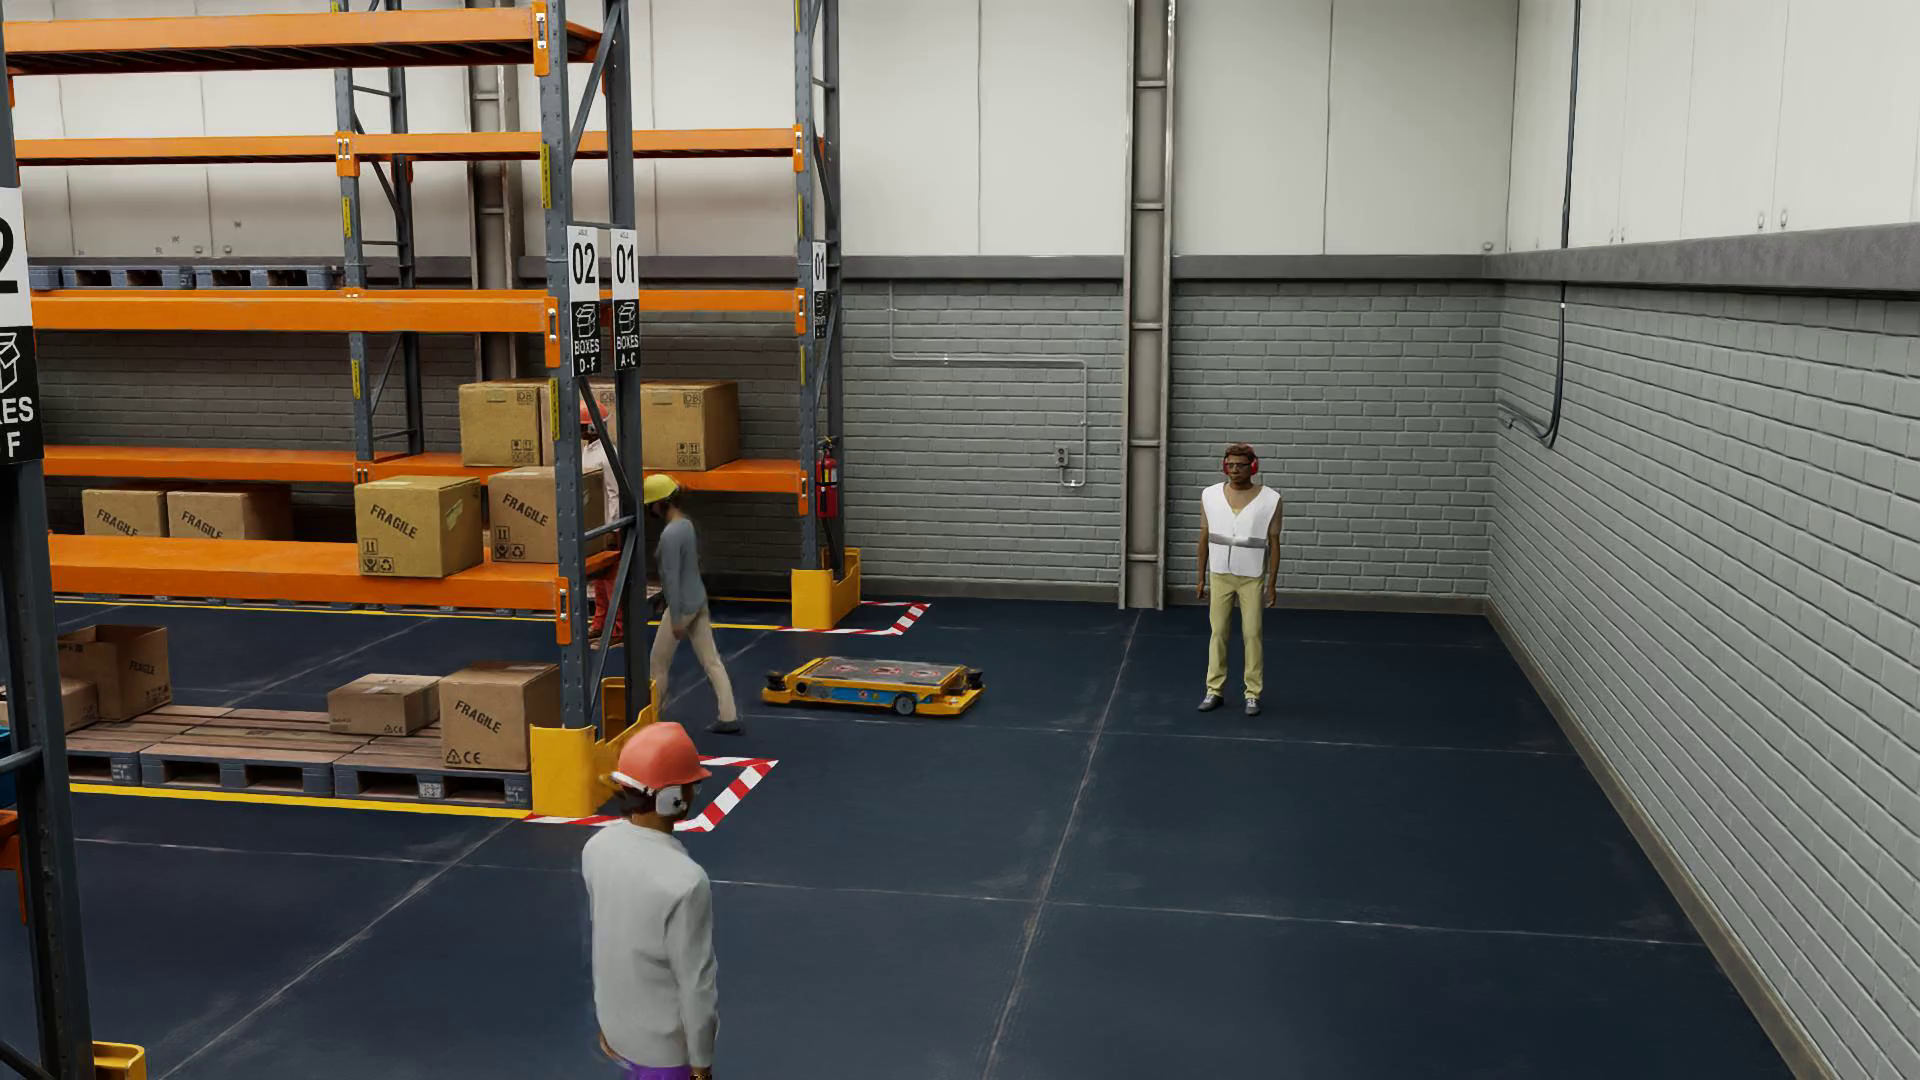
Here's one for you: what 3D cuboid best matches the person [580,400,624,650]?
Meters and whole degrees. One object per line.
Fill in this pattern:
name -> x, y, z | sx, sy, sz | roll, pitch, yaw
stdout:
person -> -2.866, -0.123, 13.207 | 0.392, 1.990, 0.612 | -6, 11, -31

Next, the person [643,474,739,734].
person -> -1.833, 0.434, 10.602 | 0.868, 1.708, 0.620 | 1, 9, 6

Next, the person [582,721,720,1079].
person -> -0.915, 1.376, 4.722 | 0.717, 1.728, 0.571 | -8, 12, -41

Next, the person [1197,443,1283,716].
person -> 1.888, 0.260, 11.273 | 0.565, 1.846, 0.390 | 4, 10, 21

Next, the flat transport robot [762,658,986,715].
flat transport robot -> -0.592, 0.999, 11.560 | 1.431, 0.197, 0.652 | 3, 10, 16
